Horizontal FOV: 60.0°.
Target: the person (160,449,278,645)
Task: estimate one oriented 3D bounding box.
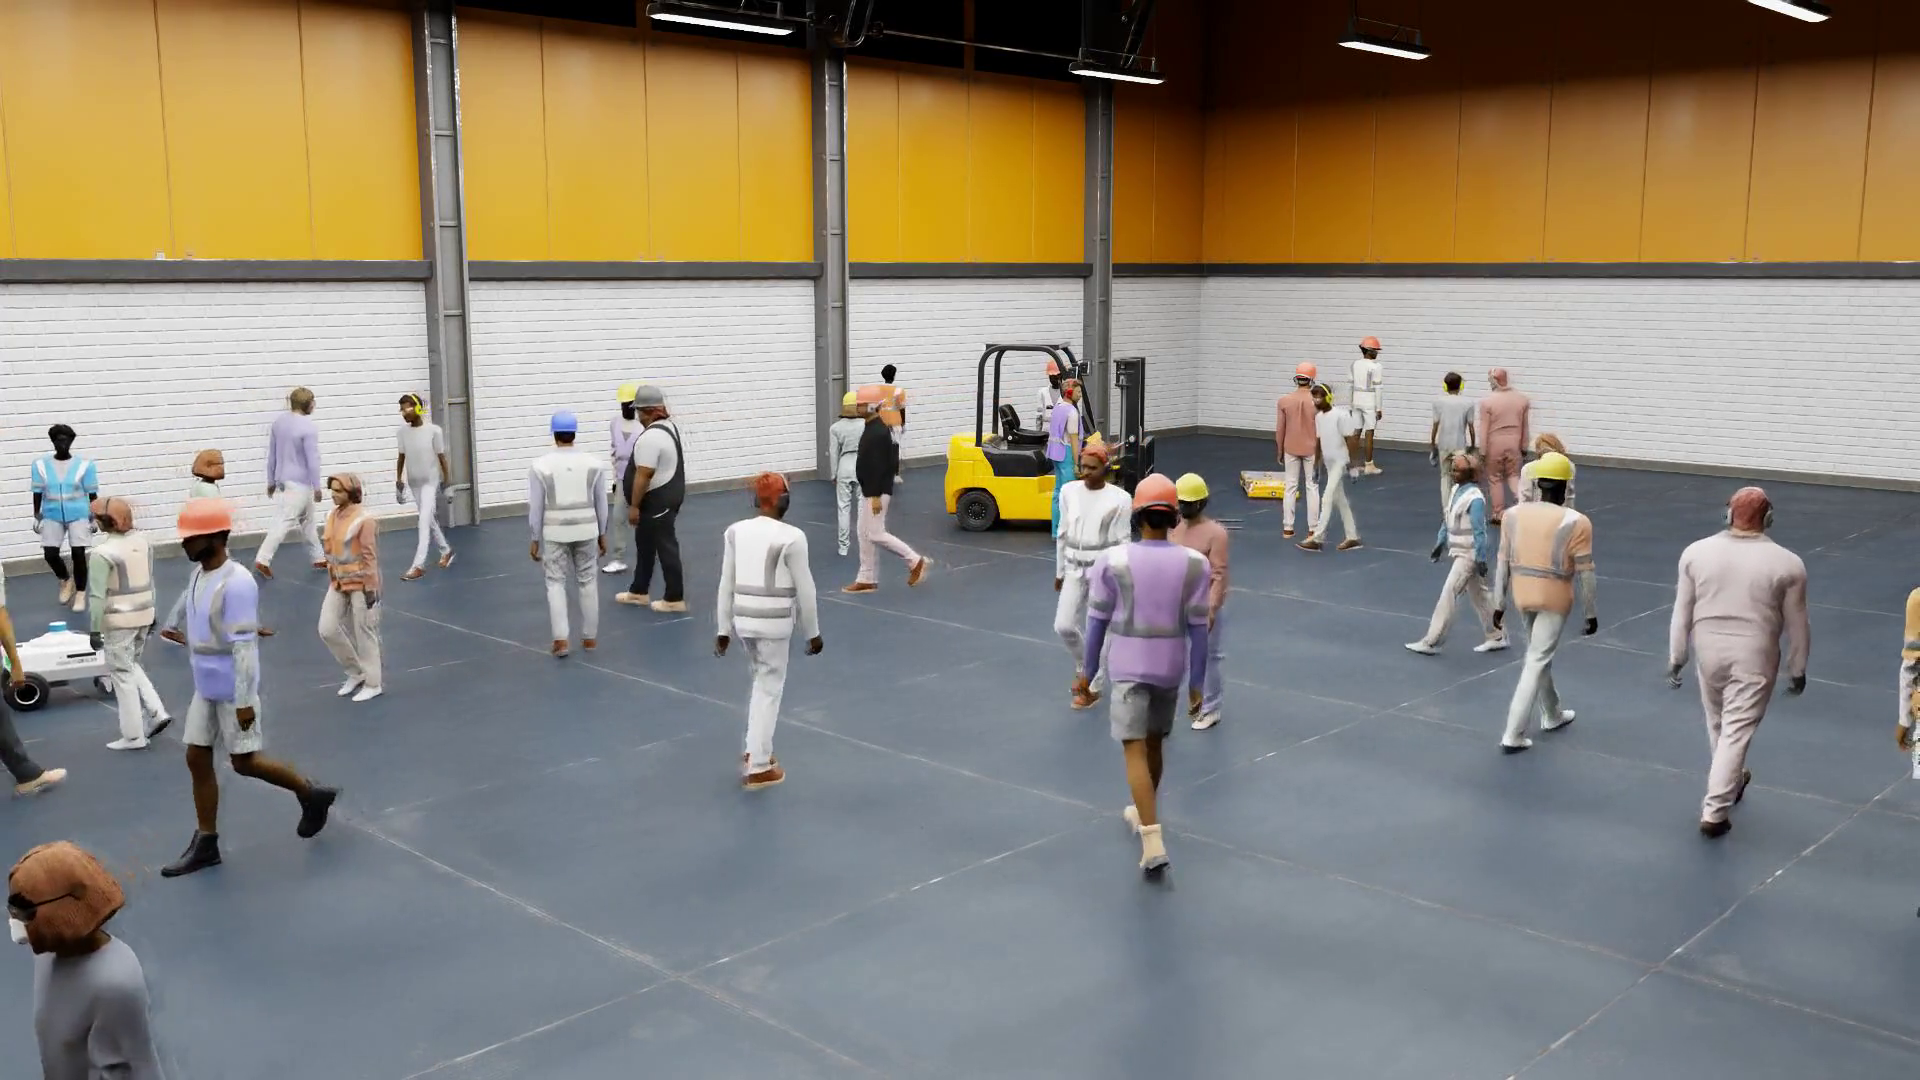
[{"bbox_3d":[-6.078,0.054,13.471,0.871,1.593,0.510,-4,10,-23],"label":"person"}]

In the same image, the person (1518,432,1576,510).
[{"bbox_3d":[5.194,-0.166,14.770,0.520,1.597,0.440,0,9,2],"label":"person"}]

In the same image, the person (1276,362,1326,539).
[{"bbox_3d":[3.858,-1.000,18.692,0.609,1.995,0.378,4,10,24],"label":"person"}]

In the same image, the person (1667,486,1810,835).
[{"bbox_3d":[4.279,0.633,9.097,0.669,1.853,1.011,8,12,42],"label":"person"}]

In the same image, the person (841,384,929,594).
[{"bbox_3d":[-0.716,-0.468,15.483,0.713,1.978,0.617,-3,10,-15],"label":"person"}]

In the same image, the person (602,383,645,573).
[{"bbox_3d":[-3.290,-0.598,16.503,0.620,1.897,0.806,4,10,22],"label":"person"}]

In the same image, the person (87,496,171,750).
[{"bbox_3d":[-5.272,0.526,10.464,0.373,1.622,0.534,2,9,10],"label":"person"}]

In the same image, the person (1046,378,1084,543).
[{"bbox_3d":[1.159,-0.851,18.260,0.390,1.838,0.563,-3,10,-19],"label":"person"}]

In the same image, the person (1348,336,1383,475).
[{"bbox_3d":[6.015,-1.986,24.607,0.394,2.040,0.609,-6,11,-34],"label":"person"}]

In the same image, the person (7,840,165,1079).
[{"bbox_3d":[-2.243,1.558,4.203,0.513,1.601,0.734,6,11,34],"label":"person"}]

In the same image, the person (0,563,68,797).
[{"bbox_3d":[-5.474,0.655,9.185,0.516,1.790,0.999,4,10,25],"label":"person"}]

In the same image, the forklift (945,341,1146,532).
[{"bbox_3d":[0.977,-1.223,19.452,2.313,2.155,1.214,2,9,11],"label":"forklift"}]

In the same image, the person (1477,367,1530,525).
[{"bbox_3d":[6.397,-1.085,19.550,0.661,1.883,0.560,-2,9,-11],"label":"person"}]

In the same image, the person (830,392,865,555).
[{"bbox_3d":[-1.132,-0.702,17.663,0.483,1.736,0.311,0,9,1],"label":"person"}]

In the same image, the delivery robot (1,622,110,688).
[{"bbox_3d":[-6.310,0.818,11.665,0.707,0.478,0.477,-6,11,-32],"label":"delivery robot"}]

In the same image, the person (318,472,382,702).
[{"bbox_3d":[-4.252,0.333,11.629,0.536,1.629,0.396,6,11,33],"label":"person"}]

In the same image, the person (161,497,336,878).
[{"bbox_3d":[-3.667,0.714,8.462,0.553,1.912,0.821,8,12,40],"label":"person"}]

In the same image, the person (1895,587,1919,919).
[{"bbox_3d":[4.756,0.807,7.875,0.549,1.915,0.719,6,11,35],"label":"person"}]

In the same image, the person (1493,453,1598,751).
[{"bbox_3d":[3.740,0.379,10.608,0.986,1.873,0.609,-8,12,-41],"label":"person"}]

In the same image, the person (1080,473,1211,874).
[{"bbox_3d":[0.970,0.663,8.505,0.625,2.006,1.019,-2,9,-10],"label":"person"}]

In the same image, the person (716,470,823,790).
[{"bbox_3d":[-1.118,0.522,9.787,0.582,1.861,0.573,7,11,36],"label":"person"}]

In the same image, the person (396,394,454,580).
[{"bbox_3d":[-5.320,-0.556,16.560,0.568,1.817,0.993,2,10,14],"label":"person"}]

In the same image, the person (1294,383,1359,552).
[{"bbox_3d":[3.940,-0.769,17.844,0.926,1.804,0.588,-3,10,-18],"label":"person"}]

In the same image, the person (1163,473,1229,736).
[{"bbox_3d":[1.462,0.430,10.724,0.536,1.722,0.825,7,12,38],"label":"person"}]

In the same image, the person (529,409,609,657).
[{"bbox_3d":[-3.068,-0.055,13.067,0.612,1.951,0.410,-4,10,-23],"label":"person"}]

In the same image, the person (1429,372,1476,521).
[{"bbox_3d":[5.812,-1.064,19.636,0.536,1.834,0.840,3,10,19],"label":"person"}]

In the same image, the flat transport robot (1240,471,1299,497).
[{"bbox_3d":[4.181,-0.766,22.534,0.652,0.197,1.431,1,9,5],"label":"flat transport robot"}]

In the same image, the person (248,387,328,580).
[{"bbox_3d":[-6.610,-0.564,16.396,0.656,1.887,1.035,7,12,38],"label":"person"}]

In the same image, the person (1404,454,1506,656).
[{"bbox_3d":[3.951,0.119,13.064,0.853,1.592,0.518,0,9,1],"label":"person"}]

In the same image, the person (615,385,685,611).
[{"bbox_3d":[-2.816,-0.375,14.722,0.833,2.000,0.712,1,9,5],"label":"person"}]

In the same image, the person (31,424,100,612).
[{"bbox_3d":[-7.891,-0.198,14.700,0.552,1.682,0.382,-3,10,-18],"label":"person"}]

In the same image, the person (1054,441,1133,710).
[{"bbox_3d":[0.902,0.246,11.436,0.599,1.868,0.422,6,11,34],"label":"person"}]

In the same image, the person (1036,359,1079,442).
[{"bbox_3d":[1.186,-1.262,20.476,0.550,1.935,0.376,4,10,21],"label":"person"}]

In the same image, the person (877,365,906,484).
[{"bbox_3d":[-1.006,-1.632,23.517,0.527,1.690,0.321,3,10,15],"label":"person"}]
